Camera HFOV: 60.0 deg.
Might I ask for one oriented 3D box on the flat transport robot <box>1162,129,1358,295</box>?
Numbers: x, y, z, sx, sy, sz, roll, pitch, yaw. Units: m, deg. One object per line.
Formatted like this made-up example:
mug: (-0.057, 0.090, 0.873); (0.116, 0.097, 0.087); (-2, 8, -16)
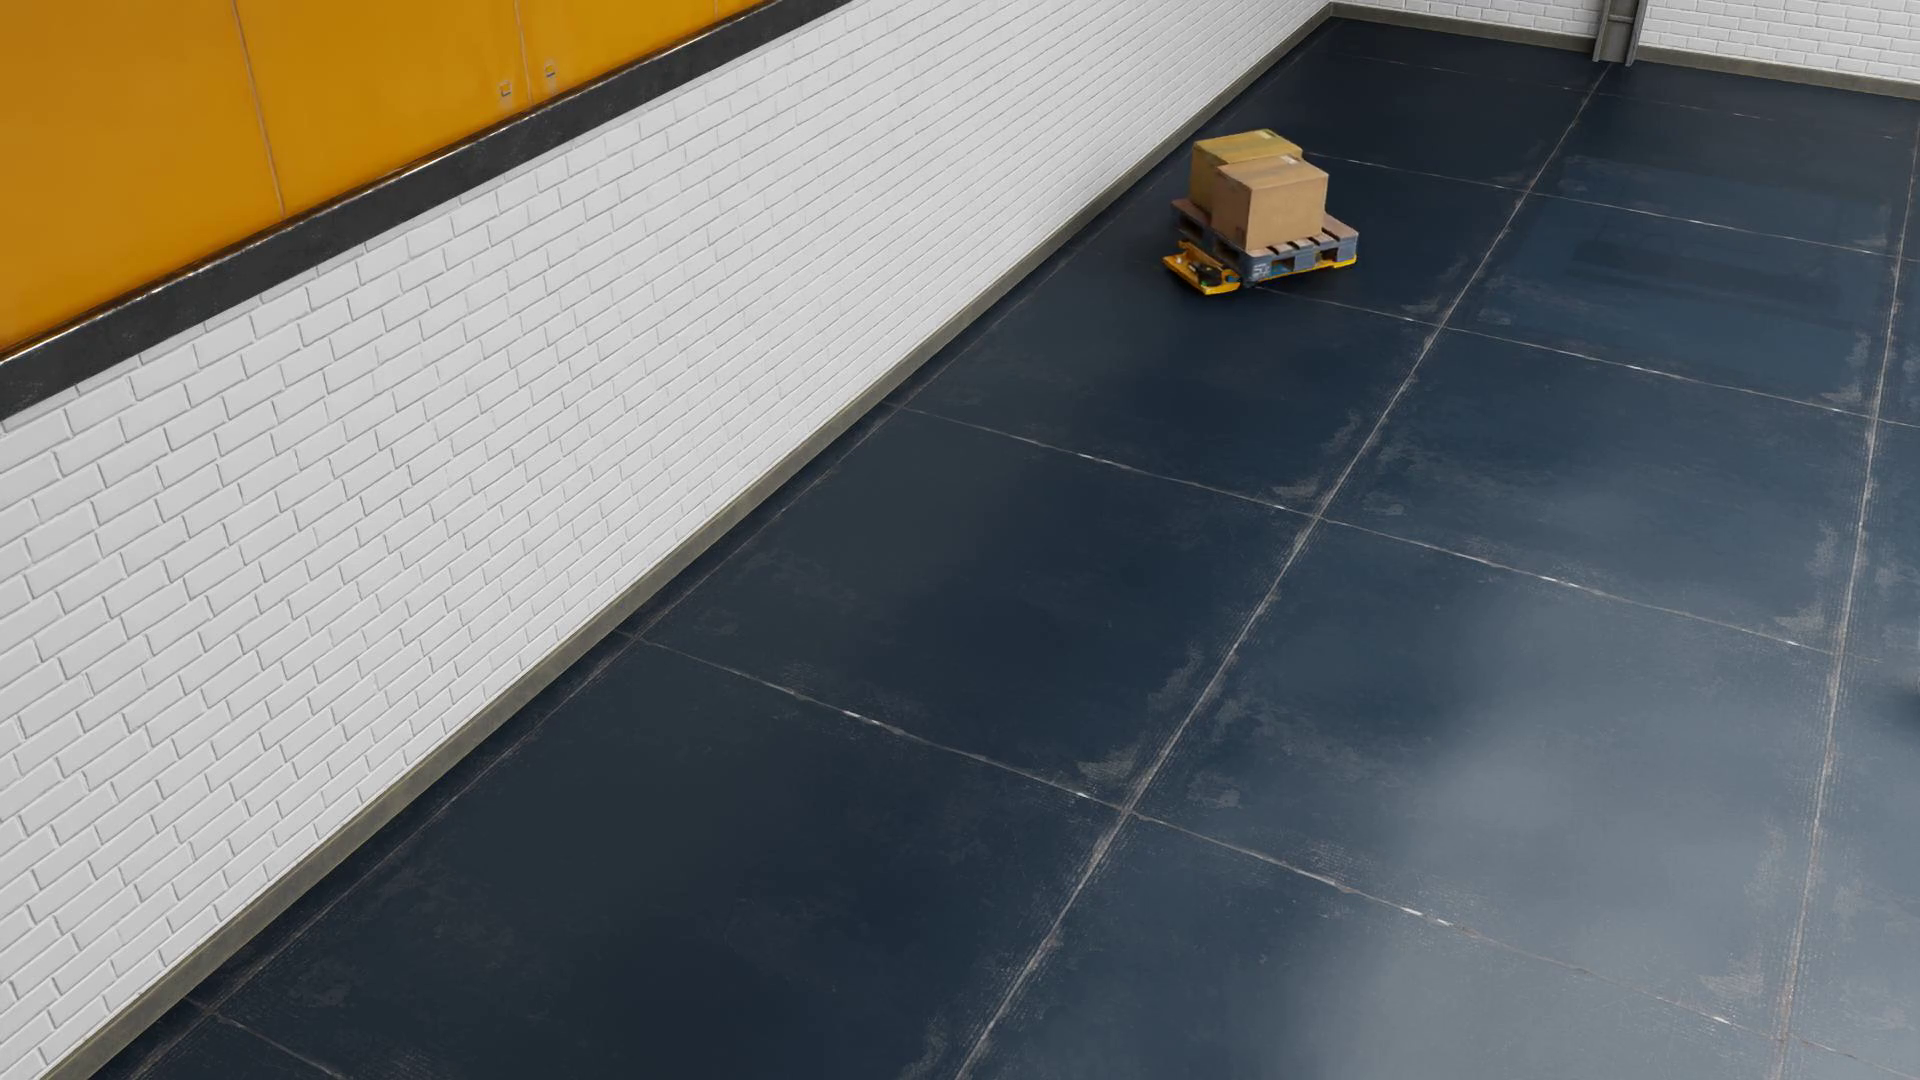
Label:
flat transport robot: (2.414, -2.298, 13.396); (1.431, 0.231, 0.659); (-15, 37, -21)
